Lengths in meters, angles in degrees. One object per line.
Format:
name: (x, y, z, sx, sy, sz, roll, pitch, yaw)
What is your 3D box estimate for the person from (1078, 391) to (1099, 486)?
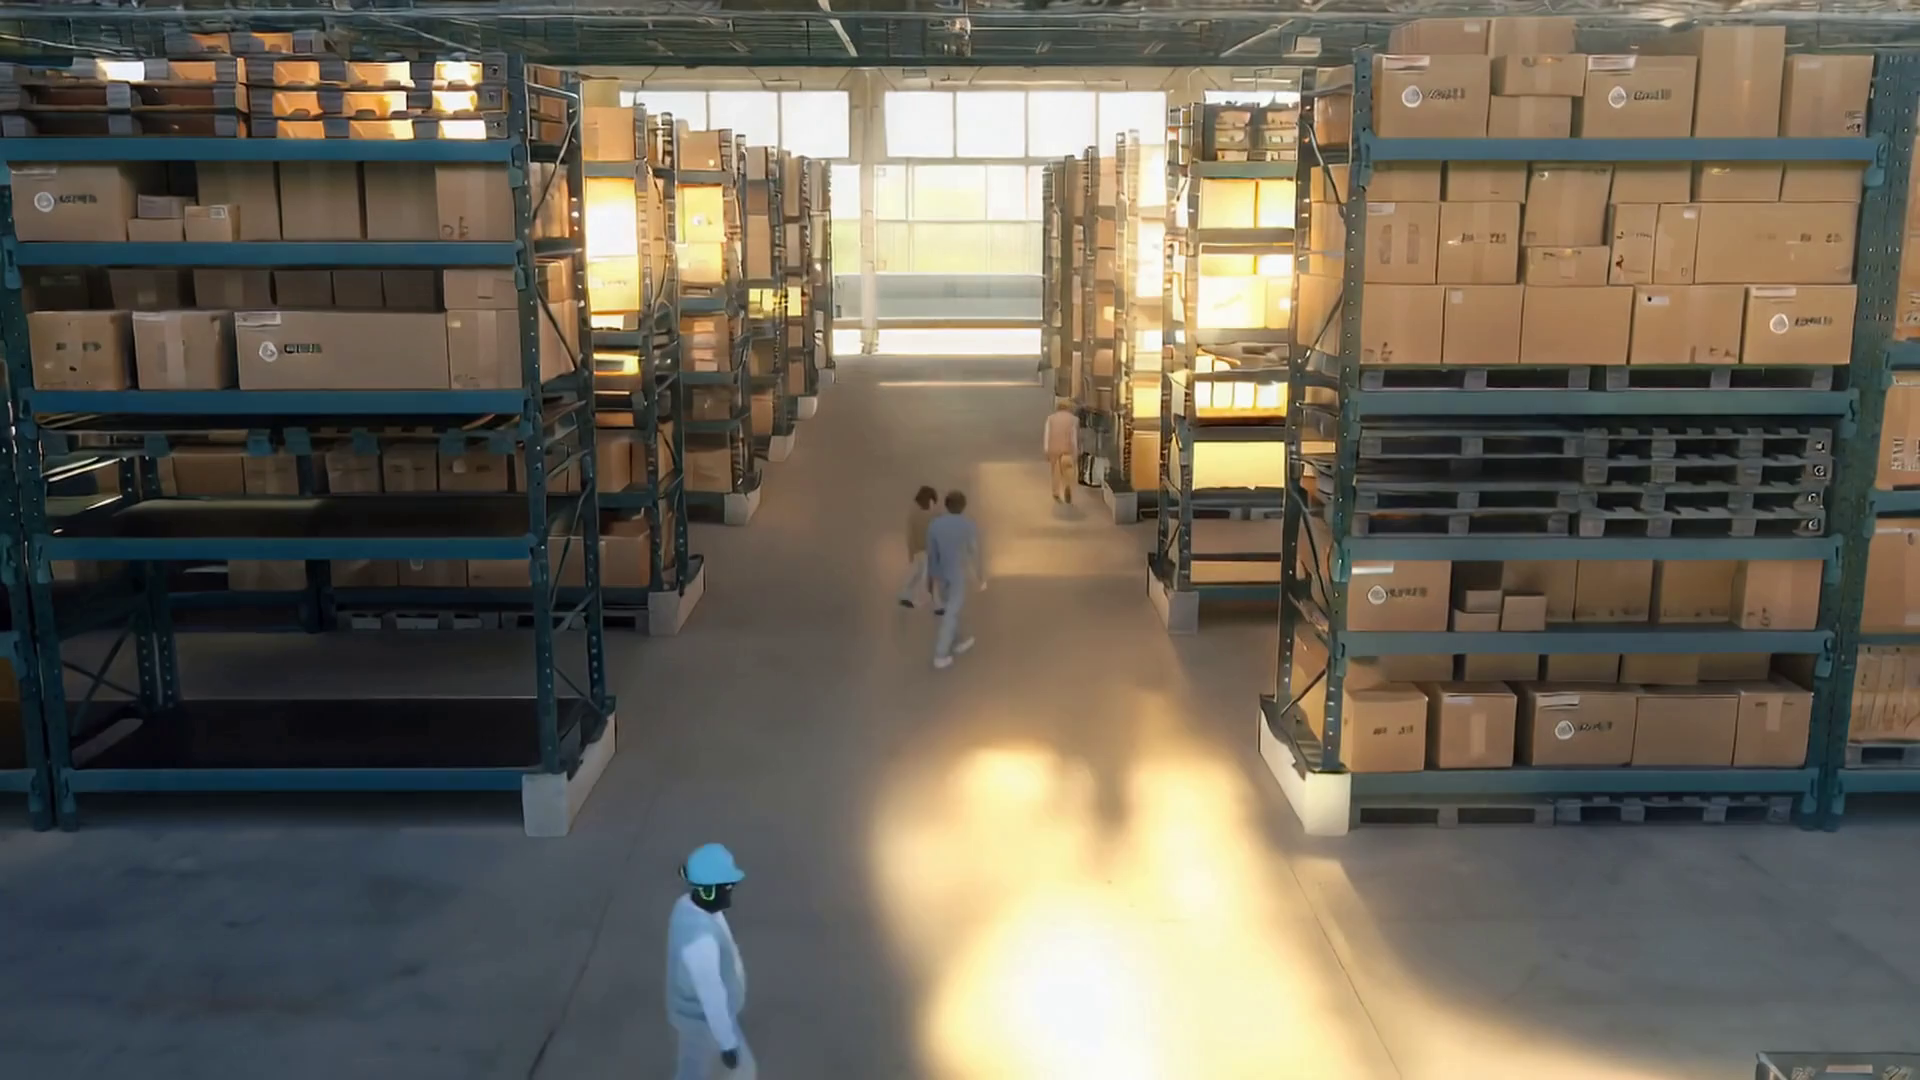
person: (2.291, -1.802, 29.600, 0.319, 1.691, 0.536, -6, 13, -29)

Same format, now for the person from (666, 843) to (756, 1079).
person: (-1.162, 2.403, 8.475, 0.839, 1.796, 0.617, -2, 12, -9)

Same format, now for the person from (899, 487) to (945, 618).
person: (-0.443, 0.122, 20.299, 0.839, 1.593, 0.511, 8, 14, 33)

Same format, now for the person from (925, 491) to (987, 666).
person: (-0.052, 0.400, 18.228, 0.644, 1.885, 1.052, 6, 13, 28)

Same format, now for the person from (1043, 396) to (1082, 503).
person: (1.721, -1.519, 27.919, 0.680, 1.798, 0.421, 2, 12, 10)

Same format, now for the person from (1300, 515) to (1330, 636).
person: (4.096, 0.271, 18.780, 0.409, 1.908, 0.647, -5, 12, -22)
